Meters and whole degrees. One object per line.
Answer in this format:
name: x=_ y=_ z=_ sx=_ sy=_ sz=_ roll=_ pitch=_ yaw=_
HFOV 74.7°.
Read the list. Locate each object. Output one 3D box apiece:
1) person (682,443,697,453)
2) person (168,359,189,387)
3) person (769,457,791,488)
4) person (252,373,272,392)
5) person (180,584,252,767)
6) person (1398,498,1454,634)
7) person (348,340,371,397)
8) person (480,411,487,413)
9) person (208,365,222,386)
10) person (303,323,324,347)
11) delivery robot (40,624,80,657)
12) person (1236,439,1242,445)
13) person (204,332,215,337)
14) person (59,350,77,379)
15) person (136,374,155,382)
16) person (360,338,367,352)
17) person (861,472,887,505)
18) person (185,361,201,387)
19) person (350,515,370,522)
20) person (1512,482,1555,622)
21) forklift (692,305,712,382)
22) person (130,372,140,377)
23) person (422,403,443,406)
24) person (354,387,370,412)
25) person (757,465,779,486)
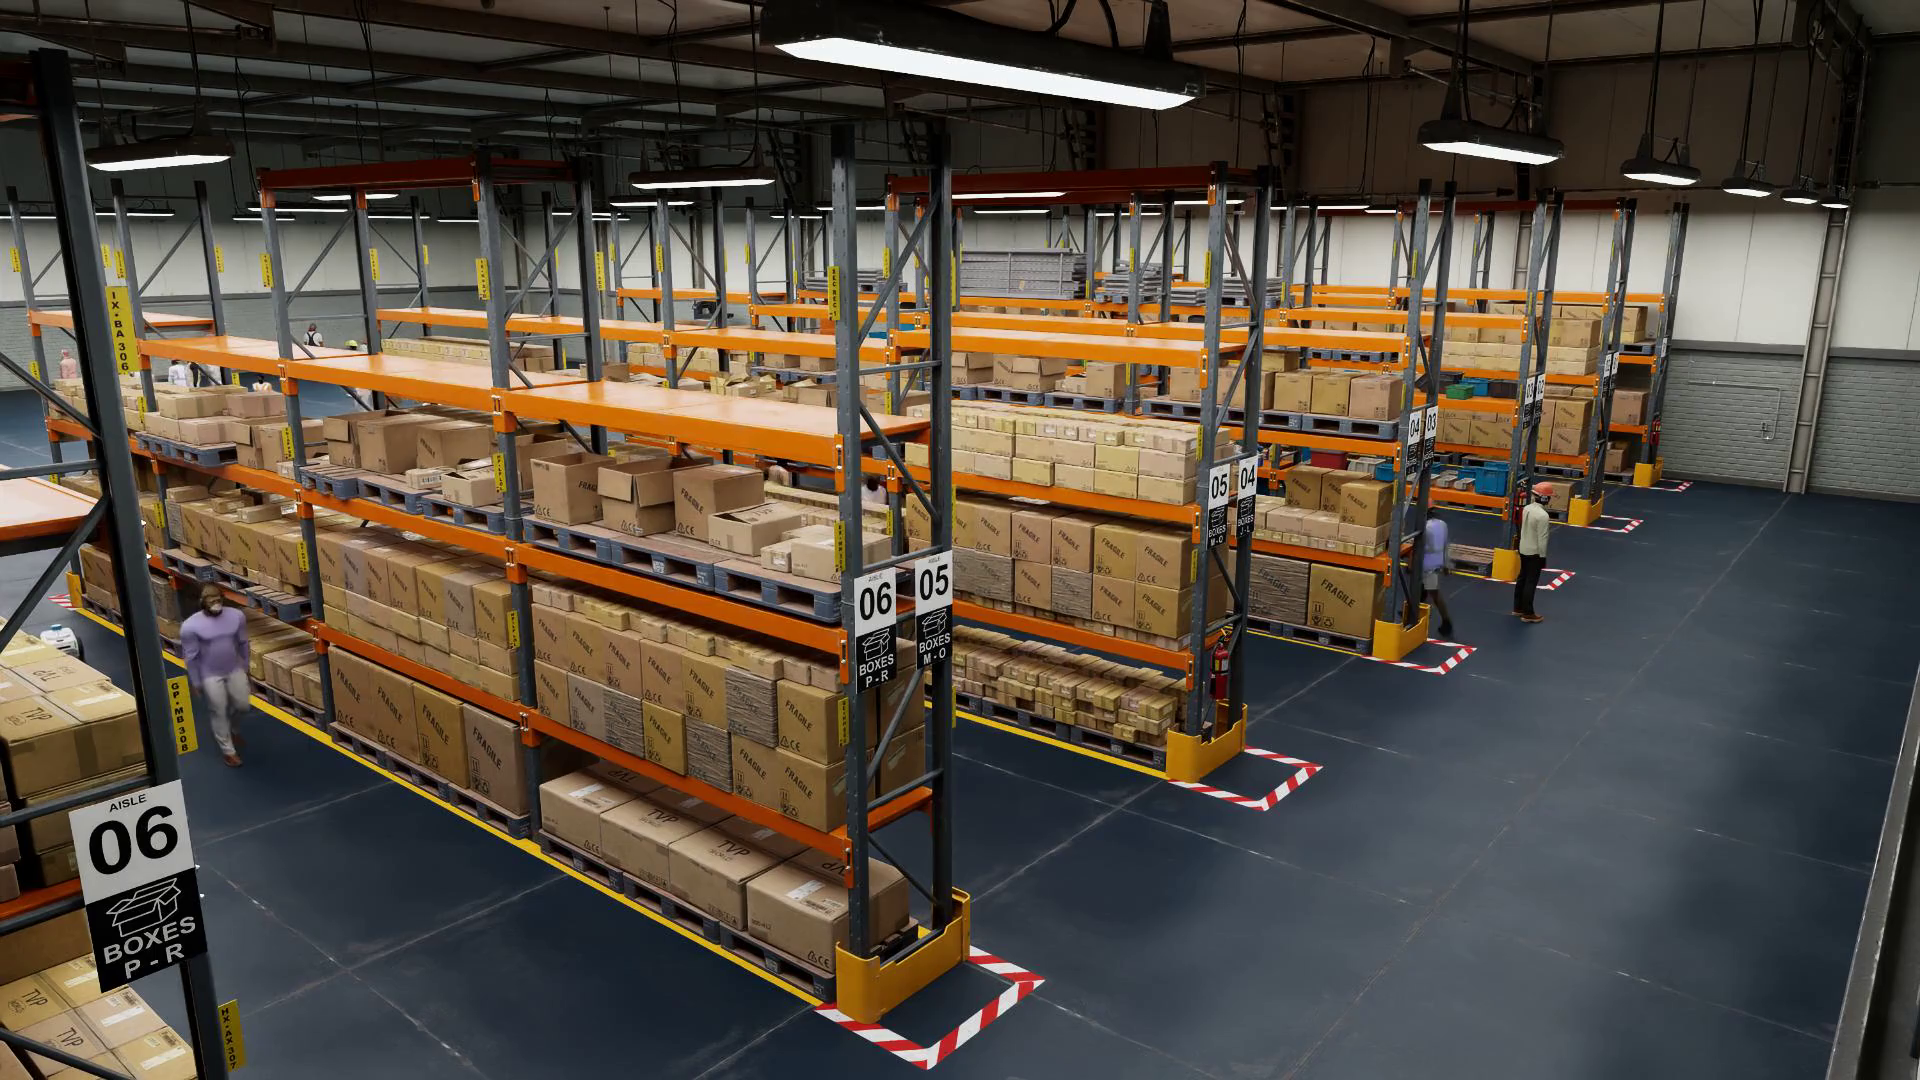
person: x=-4.960 y=-0.957 z=22.415 sx=0.629 sy=1.987 sz=1.042 roll=-10 pitch=17 yaw=-36
person: x=-23.351 y=-4.588 z=37.575 sx=1.003 sy=1.879 sz=0.567 roll=2 pitch=14 yaw=10
person: x=-2.994 y=-0.622 z=21.170 sx=0.364 sy=1.928 sz=0.586 roll=-10 pitch=17 yaw=-36
person: x=-19.314 y=-3.833 z=34.965 sx=0.544 sy=1.649 sz=0.902 roll=-1 pitch=14 yaw=-4
person: x=-7.625 y=1.372 z=12.970 sx=0.503 sy=1.928 sz=0.630 roll=11 pitch=17 yaw=38
person: x=6.511 y=0.343 z=17.380 sx=0.556 sy=1.869 sz=0.971 roll=-10 pitch=17 yaw=-34
person: x=-20.292 y=-5.761 z=42.393 sx=0.925 sy=1.885 sz=0.594 roll=1 pitch=14 yaw=3
person: x=-12.252 y=-3.378 z=32.487 sx=0.551 sy=1.934 sz=0.373 roll=12 pitch=18 yaw=41
person: x=-22.963 y=-4.907 z=39.028 sx=0.954 sy=1.817 sz=0.523 roll=7 pitch=15 yaw=25
person: x=-24.849 y=-7.318 z=48.567 sx=0.688 sy=2.000 sz=0.536 roll=0 pitch=14 yaw=0
delivery robot: x=-11.425 y=1.312 z=15.969 sx=0.477 sy=0.478 sz=0.707 roll=-11 pitch=18 yaw=-38
person: x=6.919 y=-2.728 z=30.095 sx=0.912 sy=1.813 sz=0.576 roll=10 pitch=17 yaw=35
person: x=-28.890 y=-7.286 z=48.632 sx=0.402 sy=1.904 sz=0.651 roll=4 pitch=14 yaw=15
person: x=-27.544 y=-4.927 z=38.921 sx=0.404 sy=1.911 sz=0.636 roll=-1 pitch=14 yaw=-3
person: x=-23.551 y=-4.275 z=36.585 sx=0.689 sy=1.740 sz=0.538 roll=5 pitch=14 yaw=18
person: x=-22.204 y=-6.781 z=47.202 sx=0.517 sy=1.594 sz=0.849 roll=2 pitch=14 yaw=7
person: x=-1.348 y=-0.196 z=19.718 sx=0.627 sy=1.780 sz=0.995 roll=-10 pitch=17 yaw=-34
person: x=-23.706 y=-4.891 z=38.913 sx=0.430 sy=1.845 sz=0.624 roll=-11 pitch=17 yaw=-38
person: x=-11.402 y=-1.242 z=23.674 sx=0.396 sy=1.949 sz=0.602 roll=-8 pitch=16 yaw=-29
person: x=8.146 y=0.157 z=17.847 sx=0.406 sy=1.987 sz=0.616 roll=0 pitch=14 yaw=0
forklift: x=-9.511 y=-7.392 z=47.124 sx=1.873 sy=2.768 sz=1.129 roll=11 pitch=17 yaw=38
person: x=-27.209 y=-5.599 z=41.731 sx=0.355 sy=1.887 sz=0.574 roll=7 pitch=15 yaw=26
person: x=-12.795 y=-2.776 z=30.619 sx=0.522 sy=1.645 sz=0.304 roll=-2 pitch=14 yaw=-8
person: x=-17.148 y=-4.220 z=36.063 sx=0.469 sy=1.891 sz=0.664 roll=-7 pitch=15 yaw=-28
person: x=-3.078 y=-0.286 z=20.077 sx=0.930 sy=1.802 sz=0.620 roll=9 pitch=16 yaw=34
